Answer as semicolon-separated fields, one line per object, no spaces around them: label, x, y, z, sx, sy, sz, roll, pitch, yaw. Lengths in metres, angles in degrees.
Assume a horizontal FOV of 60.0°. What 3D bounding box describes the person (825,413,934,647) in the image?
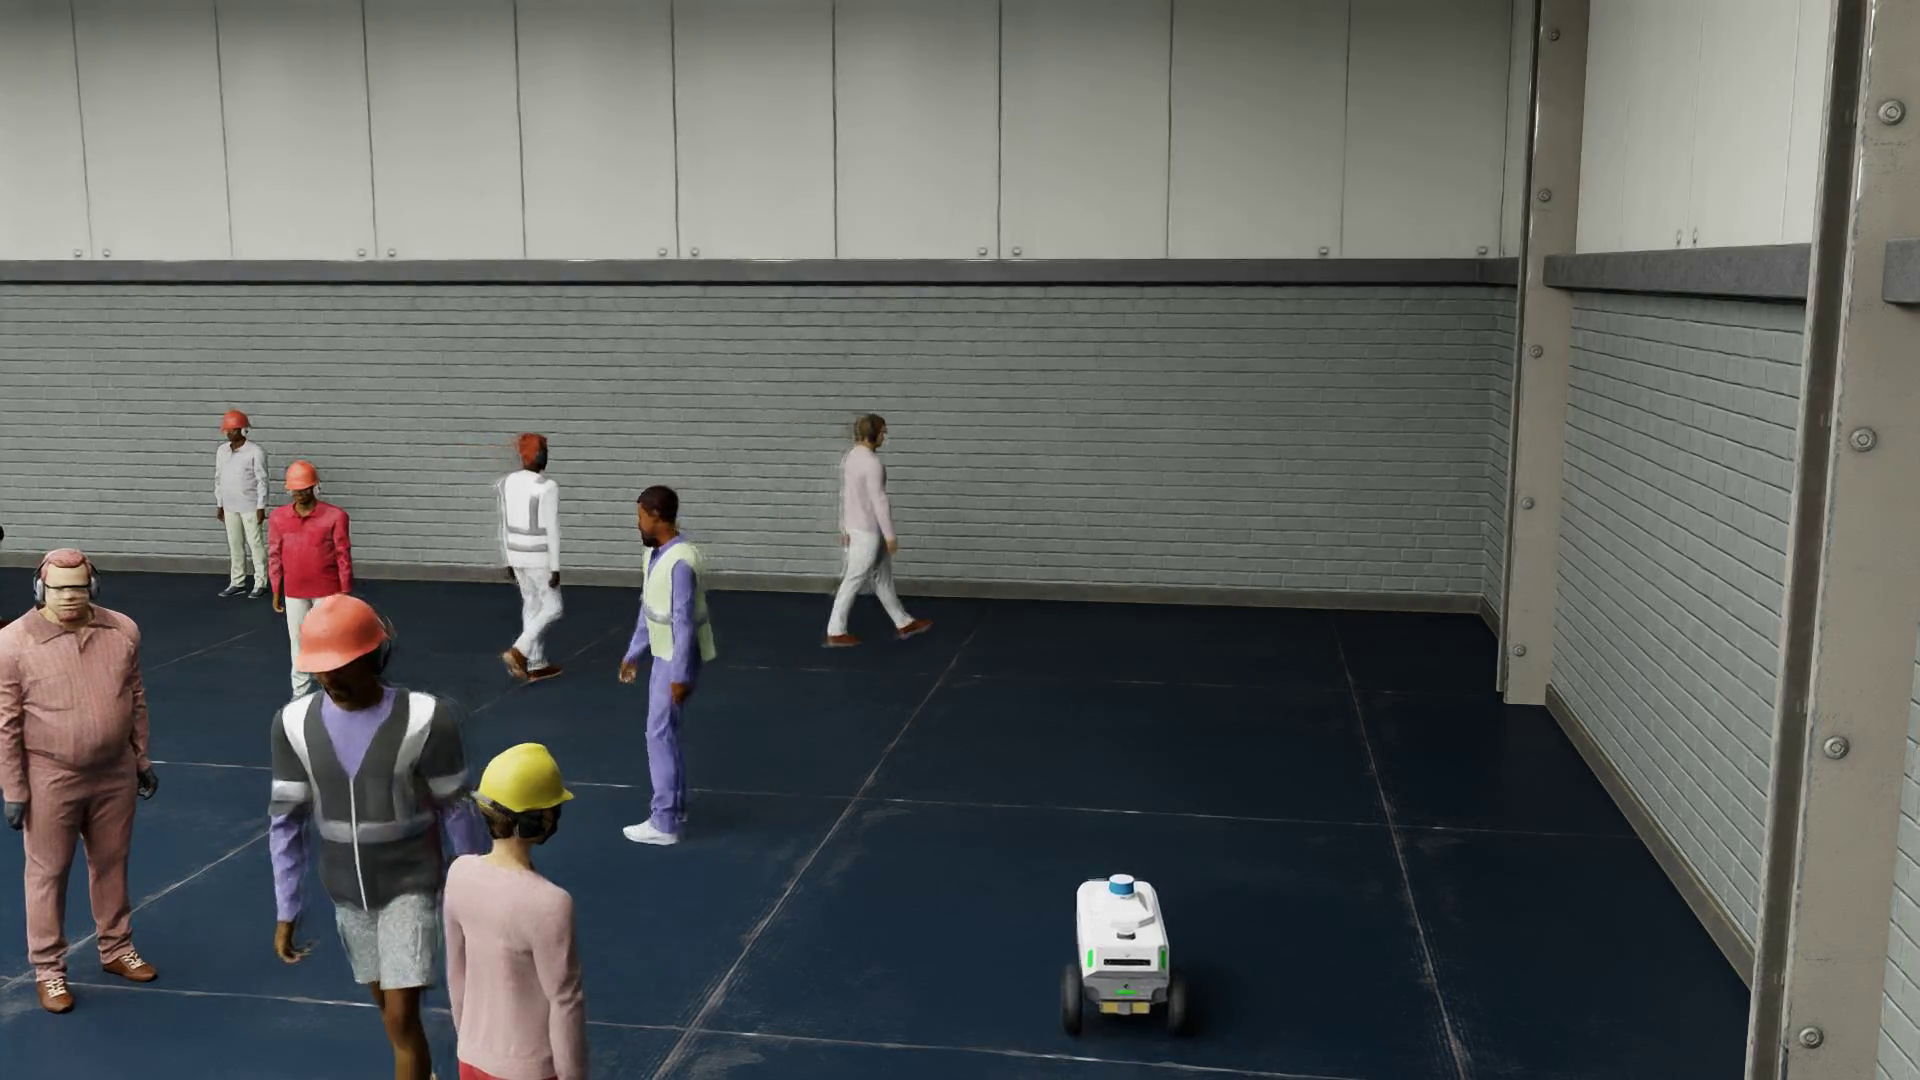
person;-0.676;-0.078;13.450;0.949;1.886;0.646;-3;10;-16

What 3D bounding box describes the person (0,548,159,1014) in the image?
person;-3.648;0.974;6.911;0.400;1.905;0.644;6;11;35

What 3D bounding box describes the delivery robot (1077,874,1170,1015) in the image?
delivery robot;0.660;1.615;6.815;0.477;0.478;0.707;0;9;2

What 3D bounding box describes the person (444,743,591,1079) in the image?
person;-1.190;1.424;4.580;0.528;1.761;0.341;7;12;38

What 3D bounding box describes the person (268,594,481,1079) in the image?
person;-1.931;1.165;5.415;0.618;1.999;0.880;1;9;7

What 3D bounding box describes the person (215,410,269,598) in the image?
person;-6.680;-0.337;15.449;0.563;1.754;0.321;3;10;17

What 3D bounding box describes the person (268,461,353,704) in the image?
person;-4.470;0.321;11.434;0.570;1.743;0.352;0;9;-1

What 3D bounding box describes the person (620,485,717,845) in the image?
person;-1.571;0.657;8.909;0.512;1.897;0.601;-3;10;-20

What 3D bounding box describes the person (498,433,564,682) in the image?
person;-3.154;0.148;12.133;0.583;1.865;0.575;6;11;31

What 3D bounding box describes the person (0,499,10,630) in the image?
person;-8.272;-0.141;13.842;0.572;1.887;0.353;-1;9;-8
